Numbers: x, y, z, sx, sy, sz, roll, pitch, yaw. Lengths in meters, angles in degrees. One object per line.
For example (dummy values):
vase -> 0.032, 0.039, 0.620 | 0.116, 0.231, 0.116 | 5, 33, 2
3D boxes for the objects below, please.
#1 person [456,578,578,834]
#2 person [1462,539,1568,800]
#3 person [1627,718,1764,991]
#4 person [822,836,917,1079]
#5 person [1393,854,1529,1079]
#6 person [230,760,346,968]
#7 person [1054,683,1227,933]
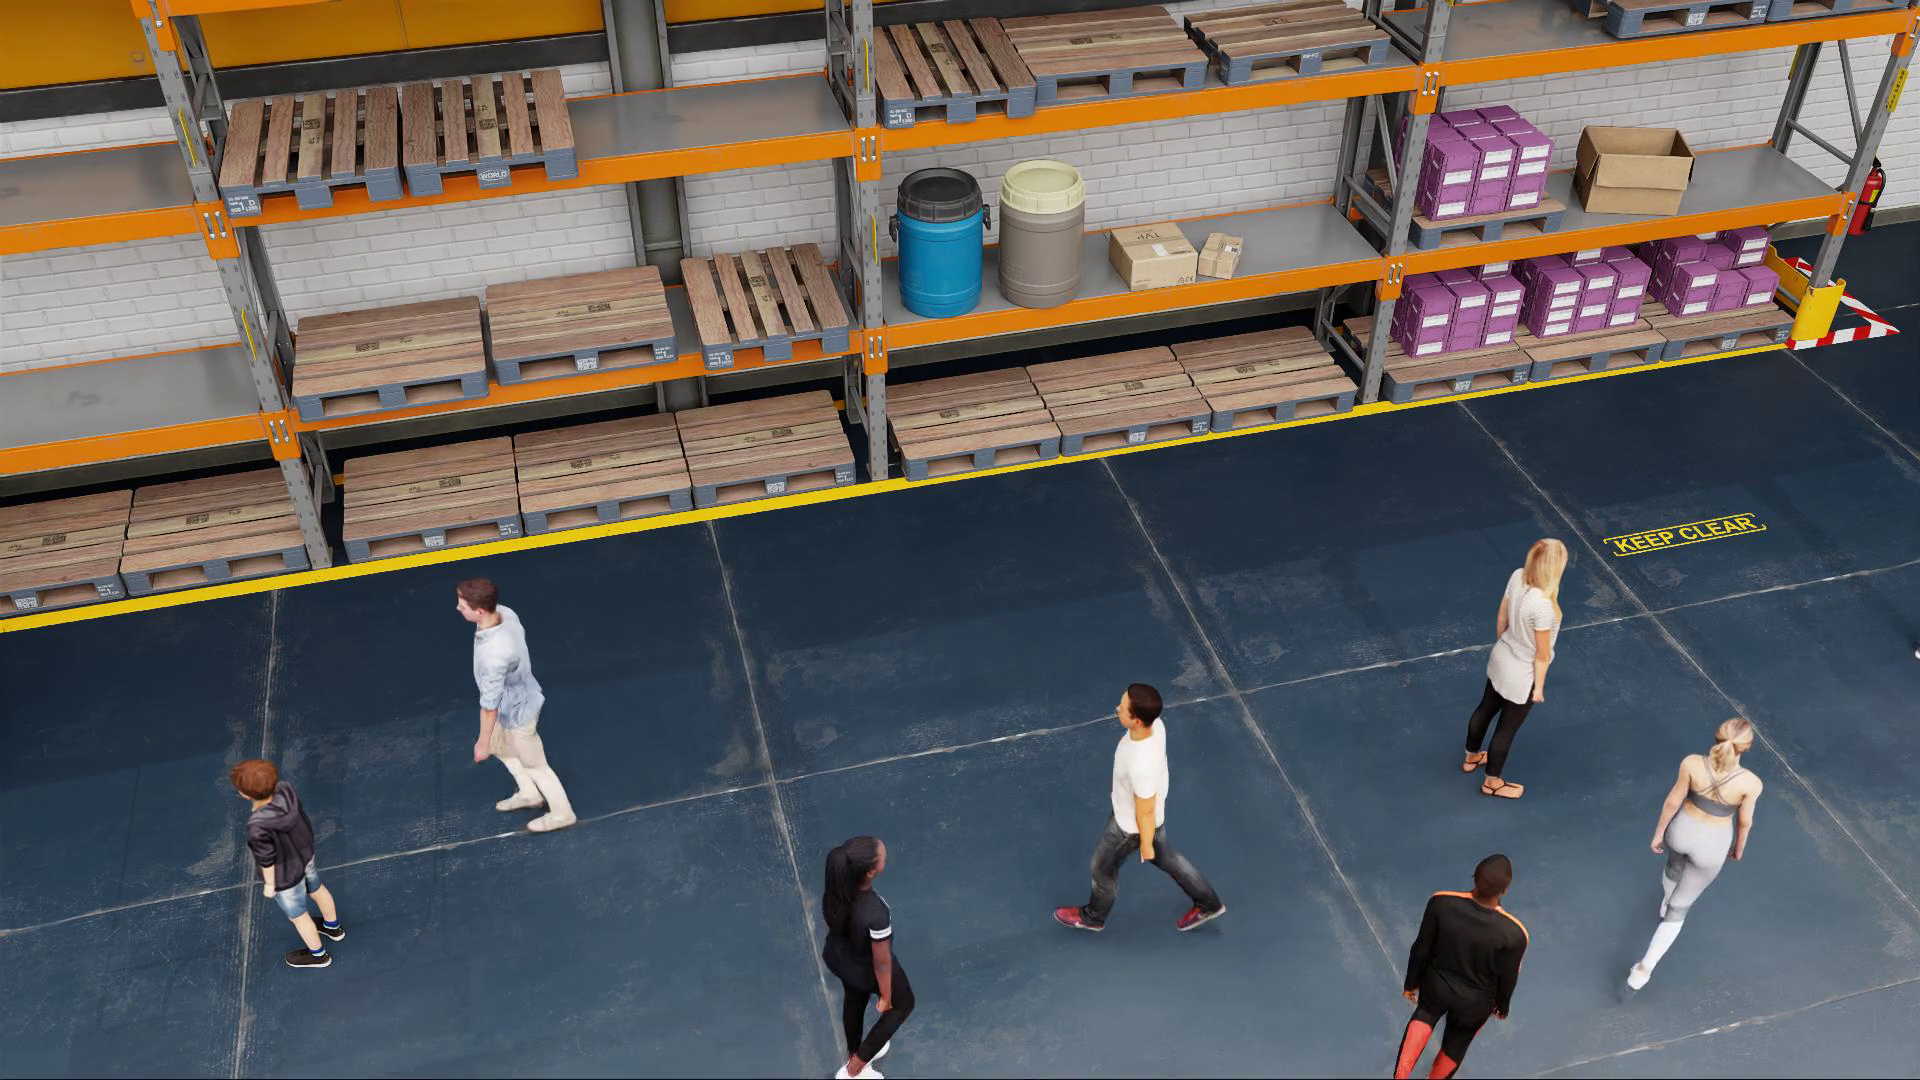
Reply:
person -> -2.372, 0.940, 9.235 | 0.693, 1.827, 0.686 | -9, 40, -11
person -> 3.172, 0.725, 9.505 | 0.511, 1.826, 0.593 | -10, 40, -12
person -> 3.745, 1.618, 8.516 | 1.031, 1.666, 1.186 | 26, 45, 28
person -> -0.520, 2.058, 7.916 | 0.756, 1.726, 0.804 | 31, 48, 33
person -> 2.288, 2.151, 7.748 | 0.856, 1.792, 0.928 | 24, 45, 27
person -> -3.492, 1.665, 8.633 | 0.636, 1.446, 0.615 | 7, 39, 9
person -> 1.027, 1.445, 8.660 | 1.236, 1.767, 0.966 | 6, 39, 8
